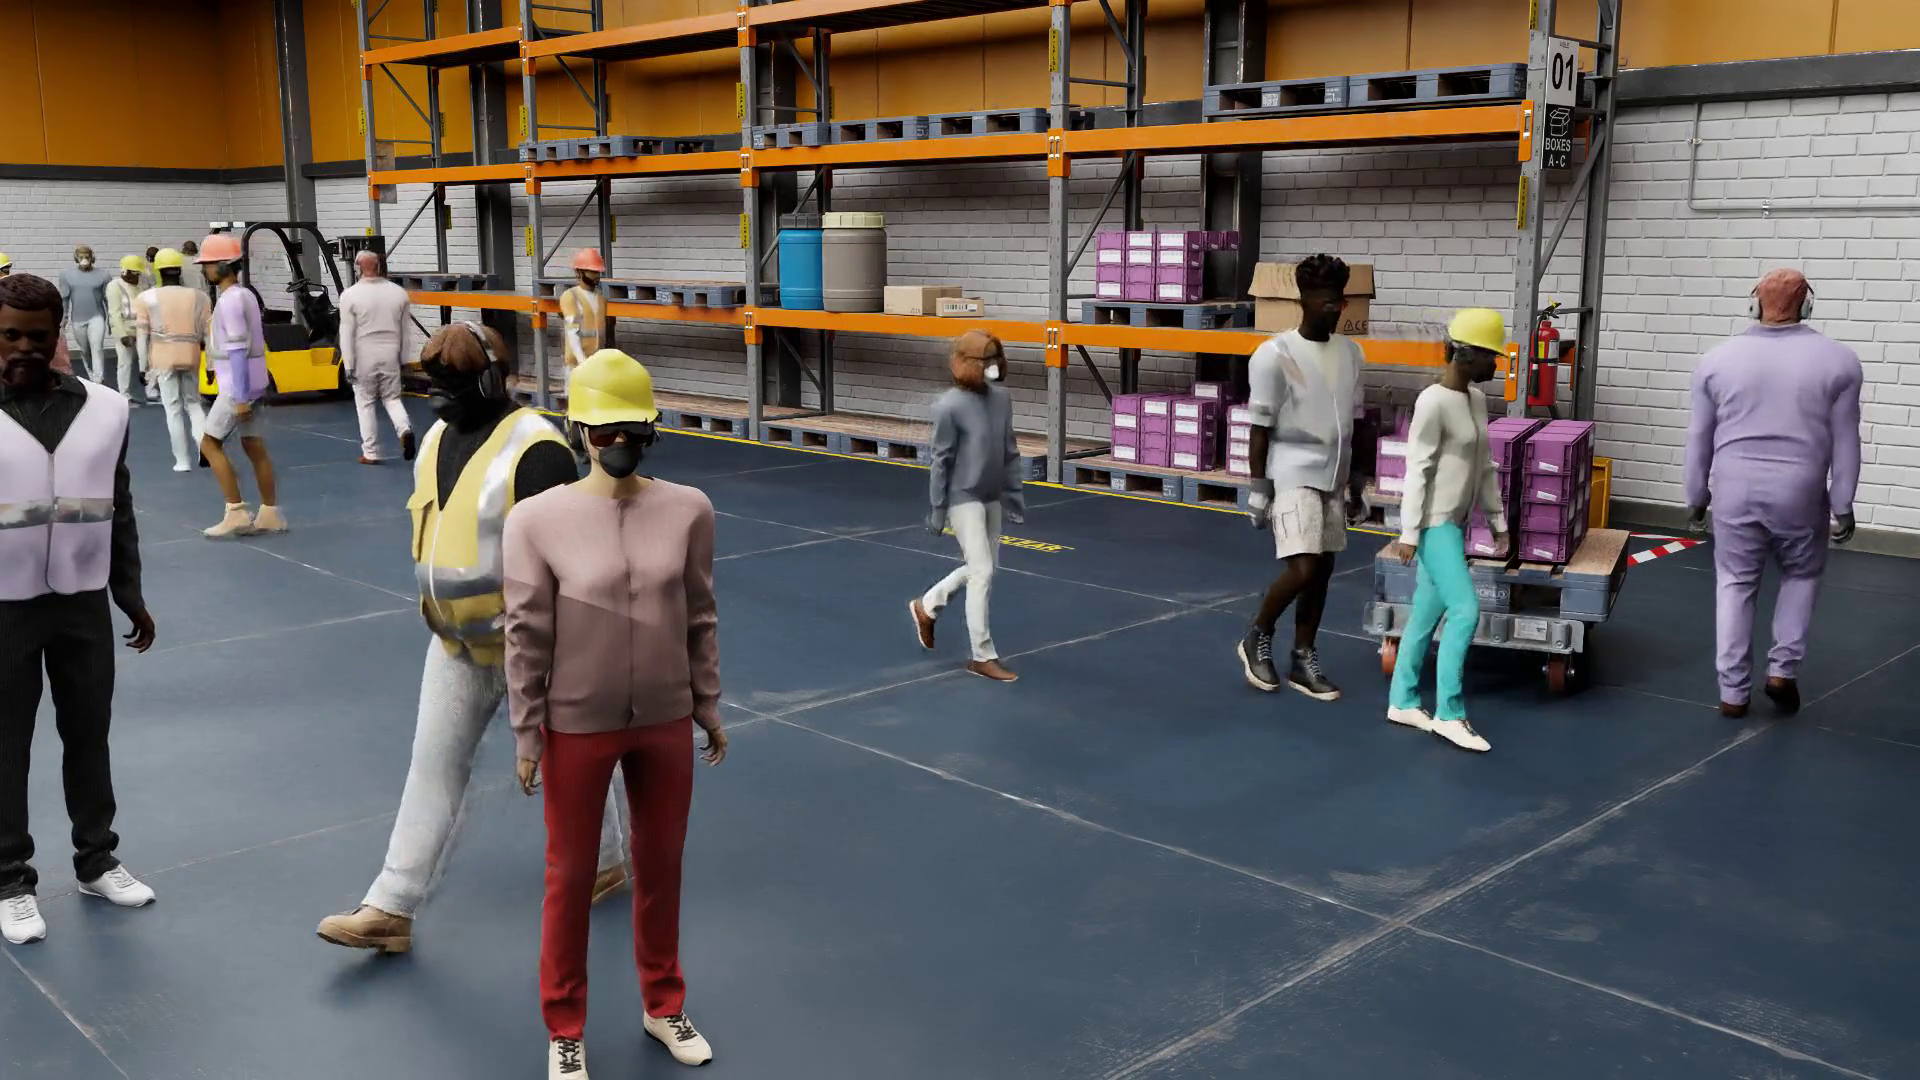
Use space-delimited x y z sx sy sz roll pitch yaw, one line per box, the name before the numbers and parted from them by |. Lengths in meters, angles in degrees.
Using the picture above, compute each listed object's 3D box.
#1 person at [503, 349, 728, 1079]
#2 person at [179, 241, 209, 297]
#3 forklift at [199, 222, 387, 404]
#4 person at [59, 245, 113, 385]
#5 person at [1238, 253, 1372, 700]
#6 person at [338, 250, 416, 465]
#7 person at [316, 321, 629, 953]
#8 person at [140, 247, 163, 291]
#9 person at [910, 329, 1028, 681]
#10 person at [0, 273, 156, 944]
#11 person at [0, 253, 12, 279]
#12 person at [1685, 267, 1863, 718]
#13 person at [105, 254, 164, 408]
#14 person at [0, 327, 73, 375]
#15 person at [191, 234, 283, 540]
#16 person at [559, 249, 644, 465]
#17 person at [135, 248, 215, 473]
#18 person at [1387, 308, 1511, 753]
person | -0.796 0.434 3.929 0.533 1.767 0.327 -6 12 -32
person | -12.429 -3.885 27.023 0.627 1.934 0.371 -6 12 -30
forklift | -8.169 -2.758 20.163 2.313 2.155 1.214 -10 14 -44
person | -11.252 -2.852 21.503 0.632 1.902 0.984 -3 11 -16
person | 1.528 -0.262 7.234 0.607 1.951 0.406 -7 12 -33
person | -5.102 -1.581 14.560 0.659 1.892 0.619 -10 14 -43
person | -1.356 0.280 4.733 0.642 1.784 0.968 8 13 36
person | -12.664 -3.702 26.292 0.430 1.840 0.619 6 12 31
person | 0.008 -0.181 7.710 0.668 1.607 0.502 8 13 36
person | -2.688 0.186 4.878 0.394 1.915 0.587 8 13 37
person | -11.319 -2.498 19.763 0.402 1.826 0.596 -2 11 -8
person | 3.404 -0.192 6.998 0.670 1.885 0.498 6 12 31
person | -9.730 -2.450 19.530 0.453 1.812 0.622 2 11 13
person | -6.480 -0.959 11.596 0.558 1.729 0.811 -10 14 -43
person | -4.884 -1.008 11.078 0.628 2.025 0.616 -2 11 -9
person | -3.169 -1.573 14.513 0.956 1.890 0.551 8 13 37
person | -6.676 -1.517 14.167 0.590 1.912 0.439 -9 14 -40
person | 2.006 -0.046 6.613 0.648 1.737 0.539 8 13 36
